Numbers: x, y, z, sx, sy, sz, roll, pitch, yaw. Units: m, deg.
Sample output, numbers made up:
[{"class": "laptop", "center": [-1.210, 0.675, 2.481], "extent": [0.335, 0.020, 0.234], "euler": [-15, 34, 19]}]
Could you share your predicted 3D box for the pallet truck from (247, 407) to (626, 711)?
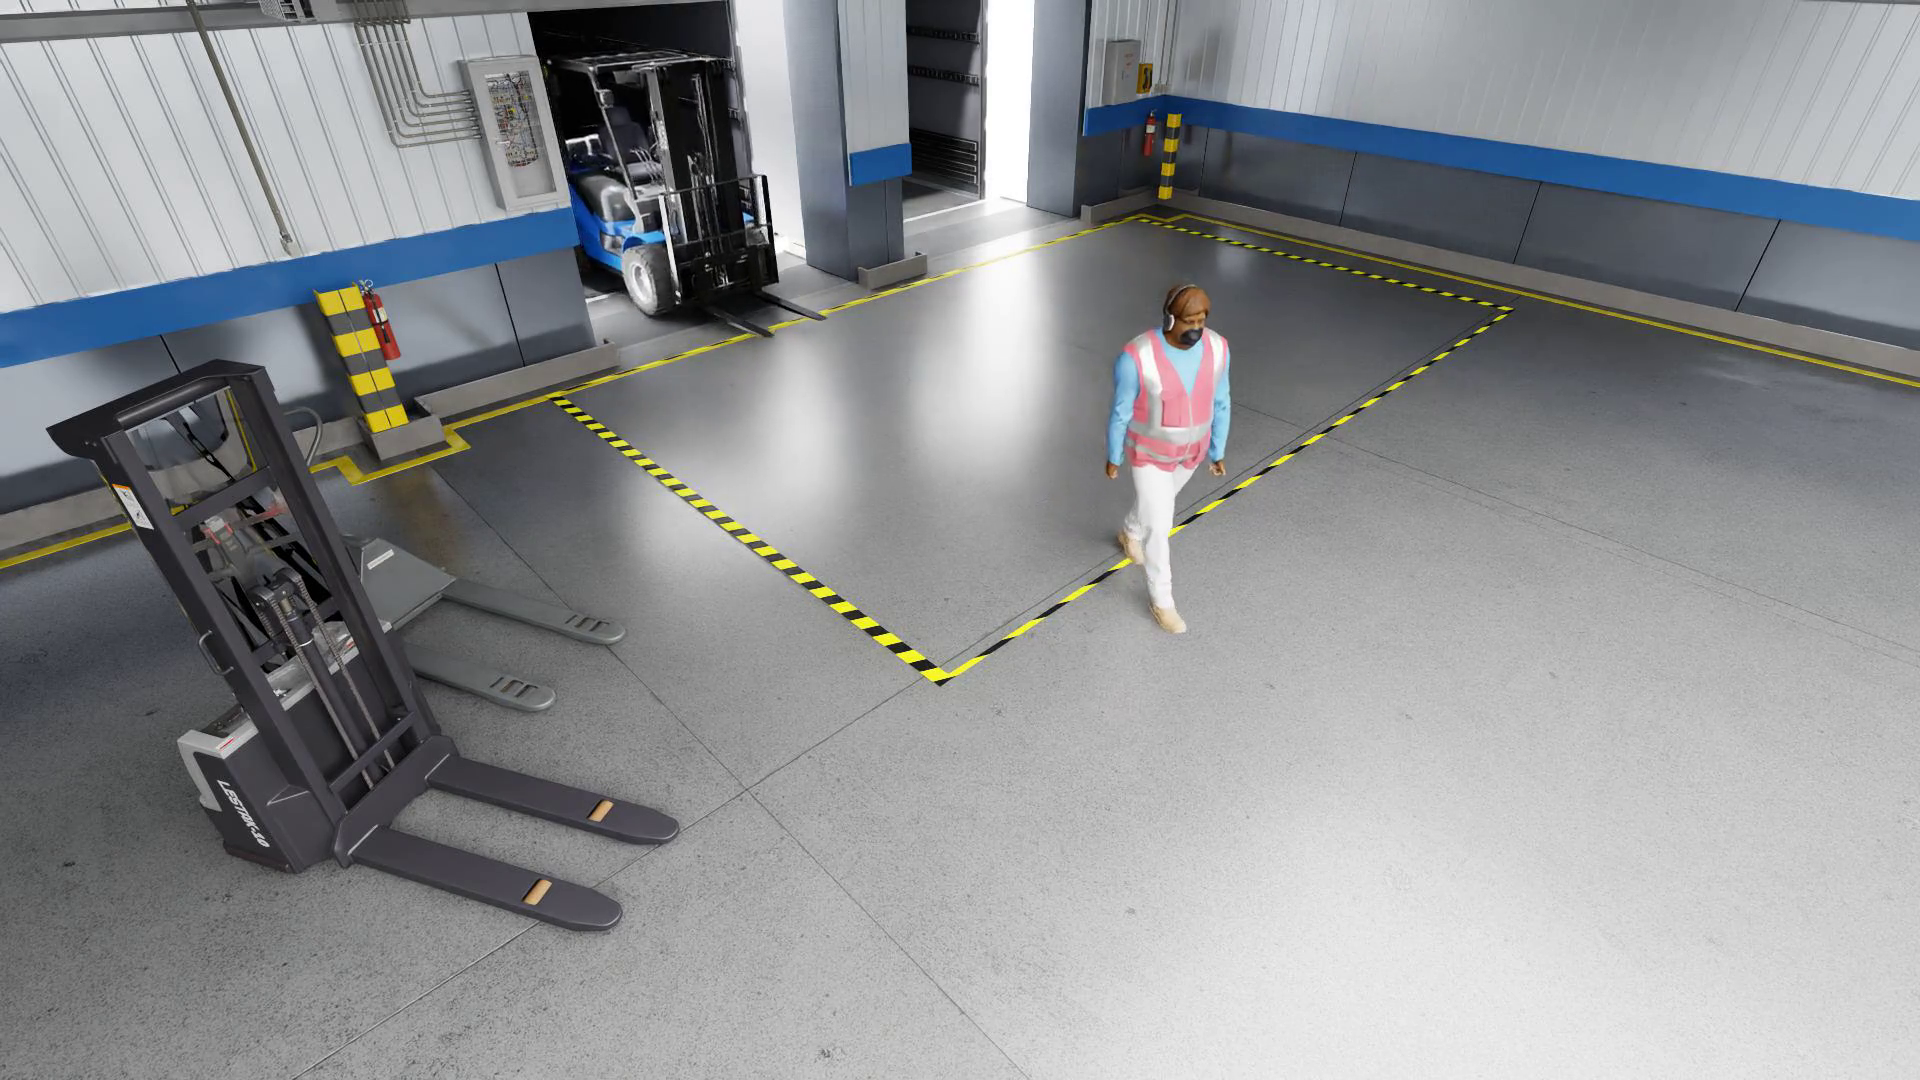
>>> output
[{"class": "pallet truck", "center": [-2.628, 0.038, 4.590], "extent": [1.601, 1.201, 0.680], "euler": [12, 36, 18]}]

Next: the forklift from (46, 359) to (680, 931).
[{"class": "forklift", "center": [-2.135, 0.422, 3.354], "extent": [1.885, 1.965, 0.823], "euler": [10, 35, 14]}]

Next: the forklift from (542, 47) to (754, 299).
[{"class": "forklift", "center": [-3.141, -3.696, 9.057], "extent": [2.680, 2.036, 1.157], "euler": [29, 44, 36]}]

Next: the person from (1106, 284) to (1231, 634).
[{"class": "person", "center": [1.104, -0.471, 4.847], "extent": [0.642, 1.793, 0.951], "euler": [-11, 36, -16]}]
